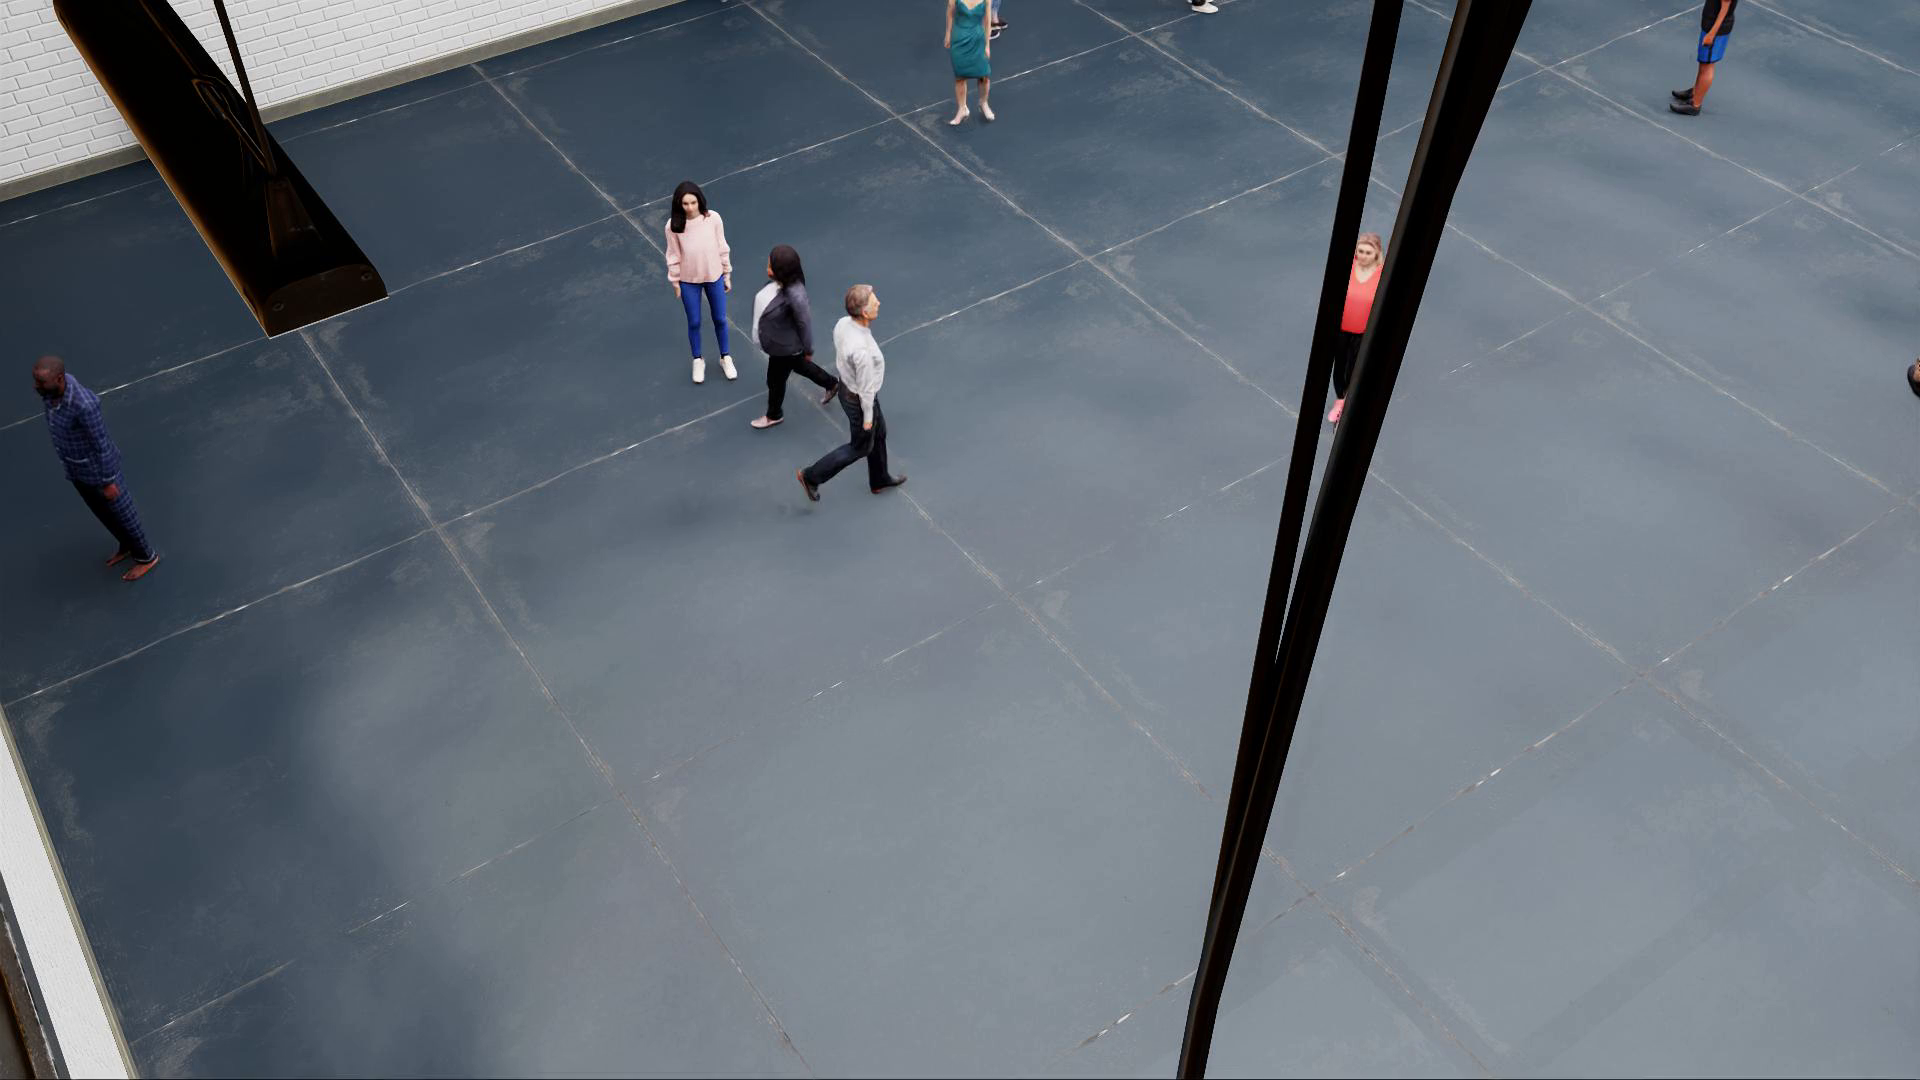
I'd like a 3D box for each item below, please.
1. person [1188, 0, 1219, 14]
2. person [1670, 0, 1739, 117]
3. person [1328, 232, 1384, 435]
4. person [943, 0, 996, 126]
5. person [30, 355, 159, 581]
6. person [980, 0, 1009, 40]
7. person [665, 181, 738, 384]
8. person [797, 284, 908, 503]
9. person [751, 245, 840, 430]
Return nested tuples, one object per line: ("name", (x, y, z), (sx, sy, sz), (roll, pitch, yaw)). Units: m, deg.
("person", (2.598, -6.464, 17.445), (0.758, 1.807, 0.737), (1, 44, 1))
("person", (7.217, -4.915, 15.828), (0.759, 1.794, 0.660), (18, 47, 18))
("person", (2.968, -1.600, 12.434), (0.725, 1.676, 0.780), (21, 48, 21))
("person", (0.043, -4.688, 15.679), (0.691, 1.670, 0.756), (17, 46, 17))
("person", (-5.818, -0.513, 11.186), (0.766, 1.823, 0.715), (31, 52, 28))
("person", (0.262, -5.872, 16.915), (0.680, 1.680, 0.711), (-17, 46, -17))
("person", (-1.989, -1.999, 12.787), (0.624, 1.767, 0.778), (-9, 44, -9))
("person", (-0.782, -0.986, 11.704), (1.136, 1.794, 0.847), (-13, 45, -13))
("person", (-1.220, -1.534, 12.434), (1.093, 1.580, 0.838), (-13, 45, -14))
